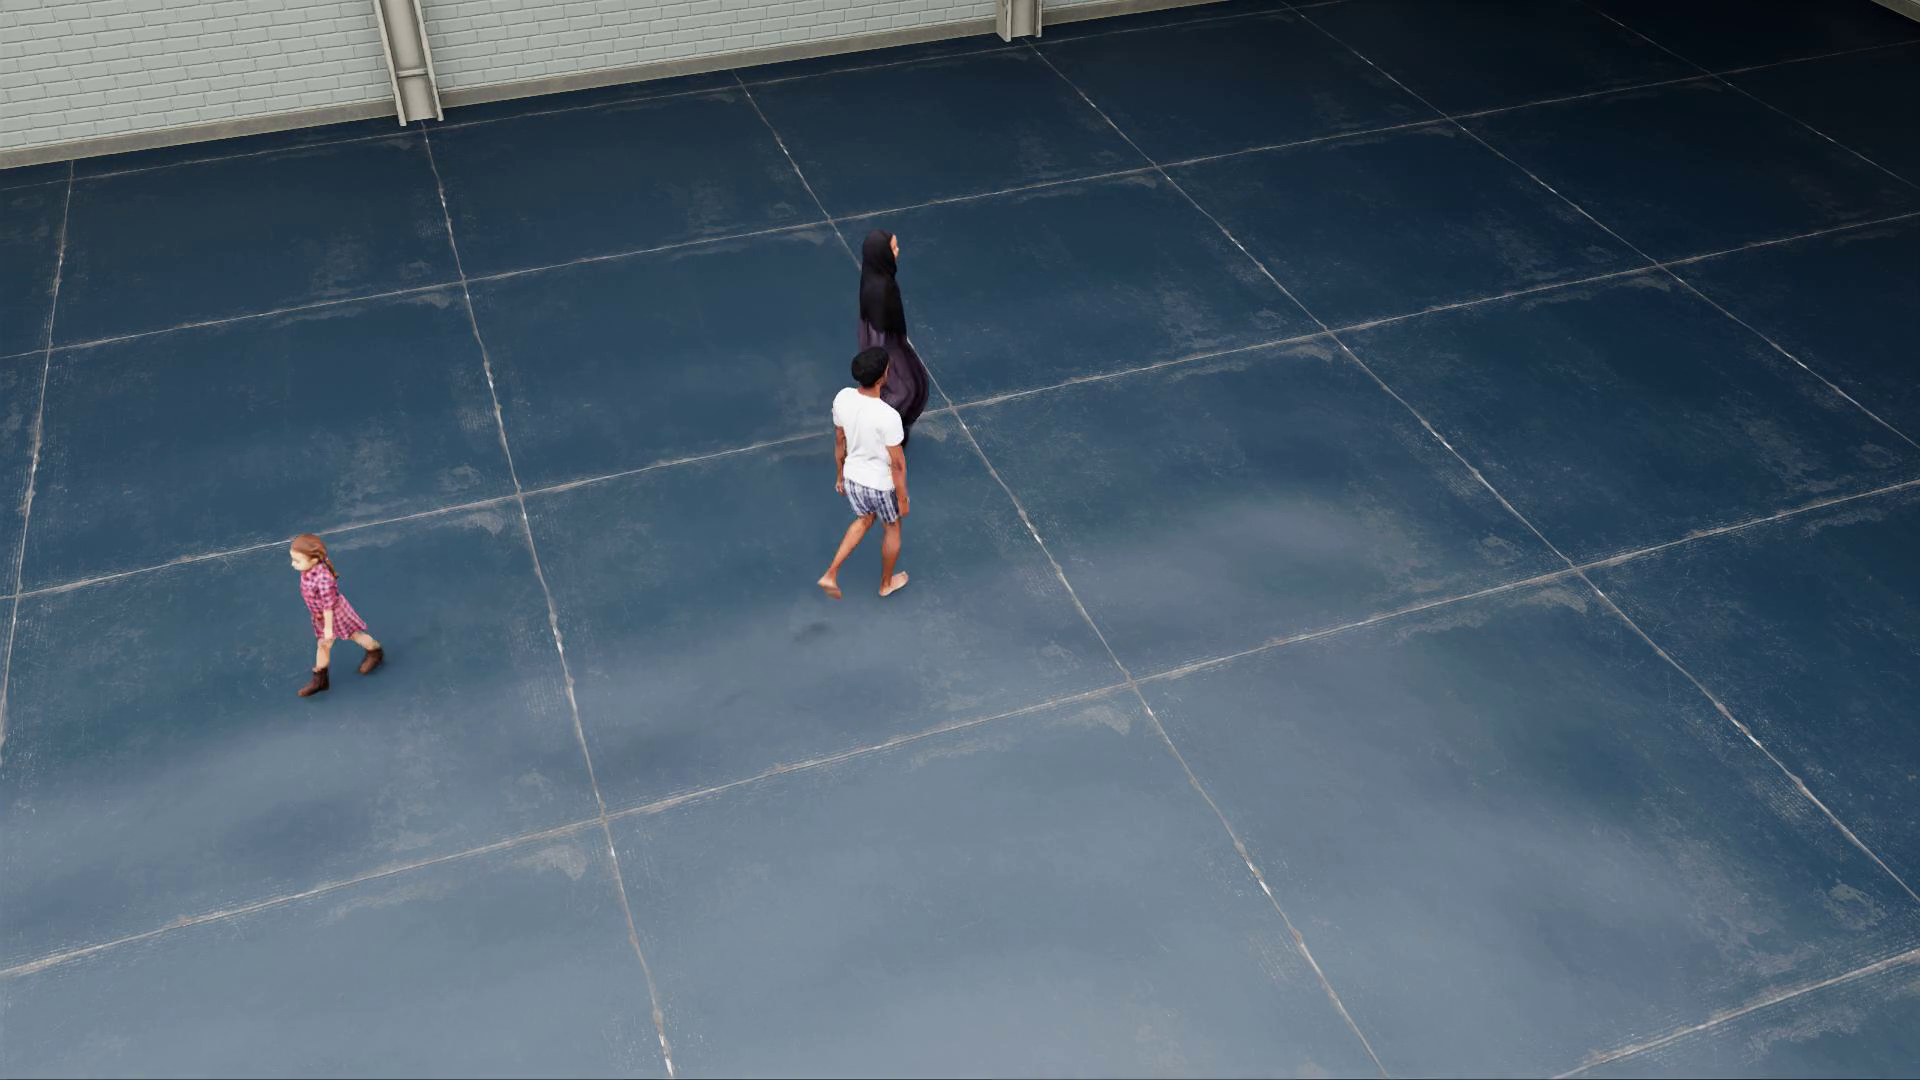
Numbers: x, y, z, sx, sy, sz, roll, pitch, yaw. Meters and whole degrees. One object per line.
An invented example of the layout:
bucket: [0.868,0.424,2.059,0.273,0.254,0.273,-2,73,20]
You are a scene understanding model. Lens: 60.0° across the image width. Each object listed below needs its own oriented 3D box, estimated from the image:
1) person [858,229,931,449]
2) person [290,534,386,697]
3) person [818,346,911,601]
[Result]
person: [-0.573,-1.285,10.800,0.818,1.607,0.705,-4,38,-5]
person: [-3.423,0.376,9.171,0.629,0.998,0.796,31,47,33]
person: [-0.542,-0.303,9.459,0.861,1.713,0.979,29,46,32]
